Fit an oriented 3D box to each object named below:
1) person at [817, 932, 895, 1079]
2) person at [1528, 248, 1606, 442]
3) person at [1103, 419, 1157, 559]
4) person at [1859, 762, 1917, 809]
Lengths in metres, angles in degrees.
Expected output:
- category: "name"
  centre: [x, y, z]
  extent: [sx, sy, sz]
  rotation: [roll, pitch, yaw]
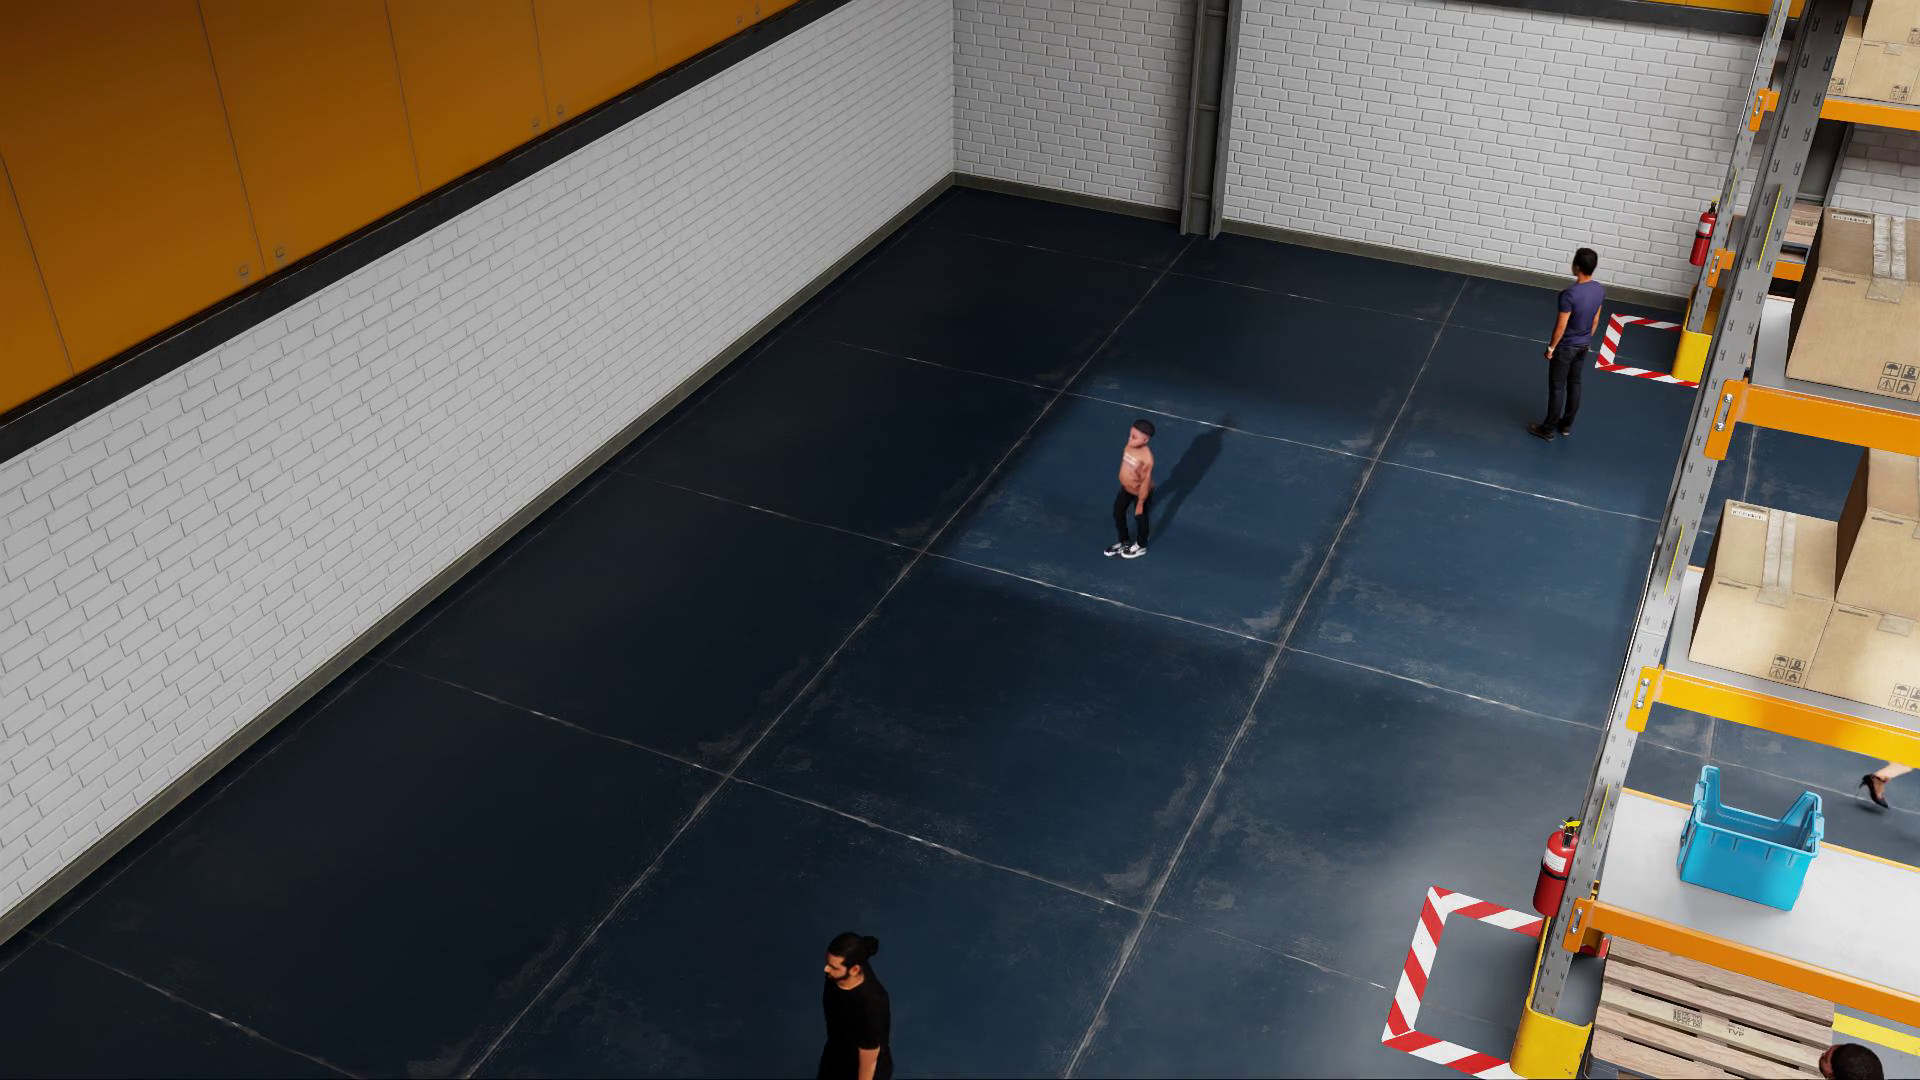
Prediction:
- category: "person"
  centre: [-0.430, 2.547, 8.260]
  extent: [0.996, 1.739, 0.988]
  rotation: [-19, 38, -26]
- category: "person"
  centre: [5.382, -1.716, 14.629]
  extent: [0.713, 1.786, 0.748]
  rotation: [-15, 36, -21]
- category: "person"
  centre: [1.454, -0.414, 13.157]
  extent: [0.716, 1.248, 0.650]
  rotation: [-16, 37, -23]
- category: "person"
  centre: [6.199, 1.154, 10.348]
  extent: [1.196, 1.747, 0.797]
  rotation: [26, 42, 34]
